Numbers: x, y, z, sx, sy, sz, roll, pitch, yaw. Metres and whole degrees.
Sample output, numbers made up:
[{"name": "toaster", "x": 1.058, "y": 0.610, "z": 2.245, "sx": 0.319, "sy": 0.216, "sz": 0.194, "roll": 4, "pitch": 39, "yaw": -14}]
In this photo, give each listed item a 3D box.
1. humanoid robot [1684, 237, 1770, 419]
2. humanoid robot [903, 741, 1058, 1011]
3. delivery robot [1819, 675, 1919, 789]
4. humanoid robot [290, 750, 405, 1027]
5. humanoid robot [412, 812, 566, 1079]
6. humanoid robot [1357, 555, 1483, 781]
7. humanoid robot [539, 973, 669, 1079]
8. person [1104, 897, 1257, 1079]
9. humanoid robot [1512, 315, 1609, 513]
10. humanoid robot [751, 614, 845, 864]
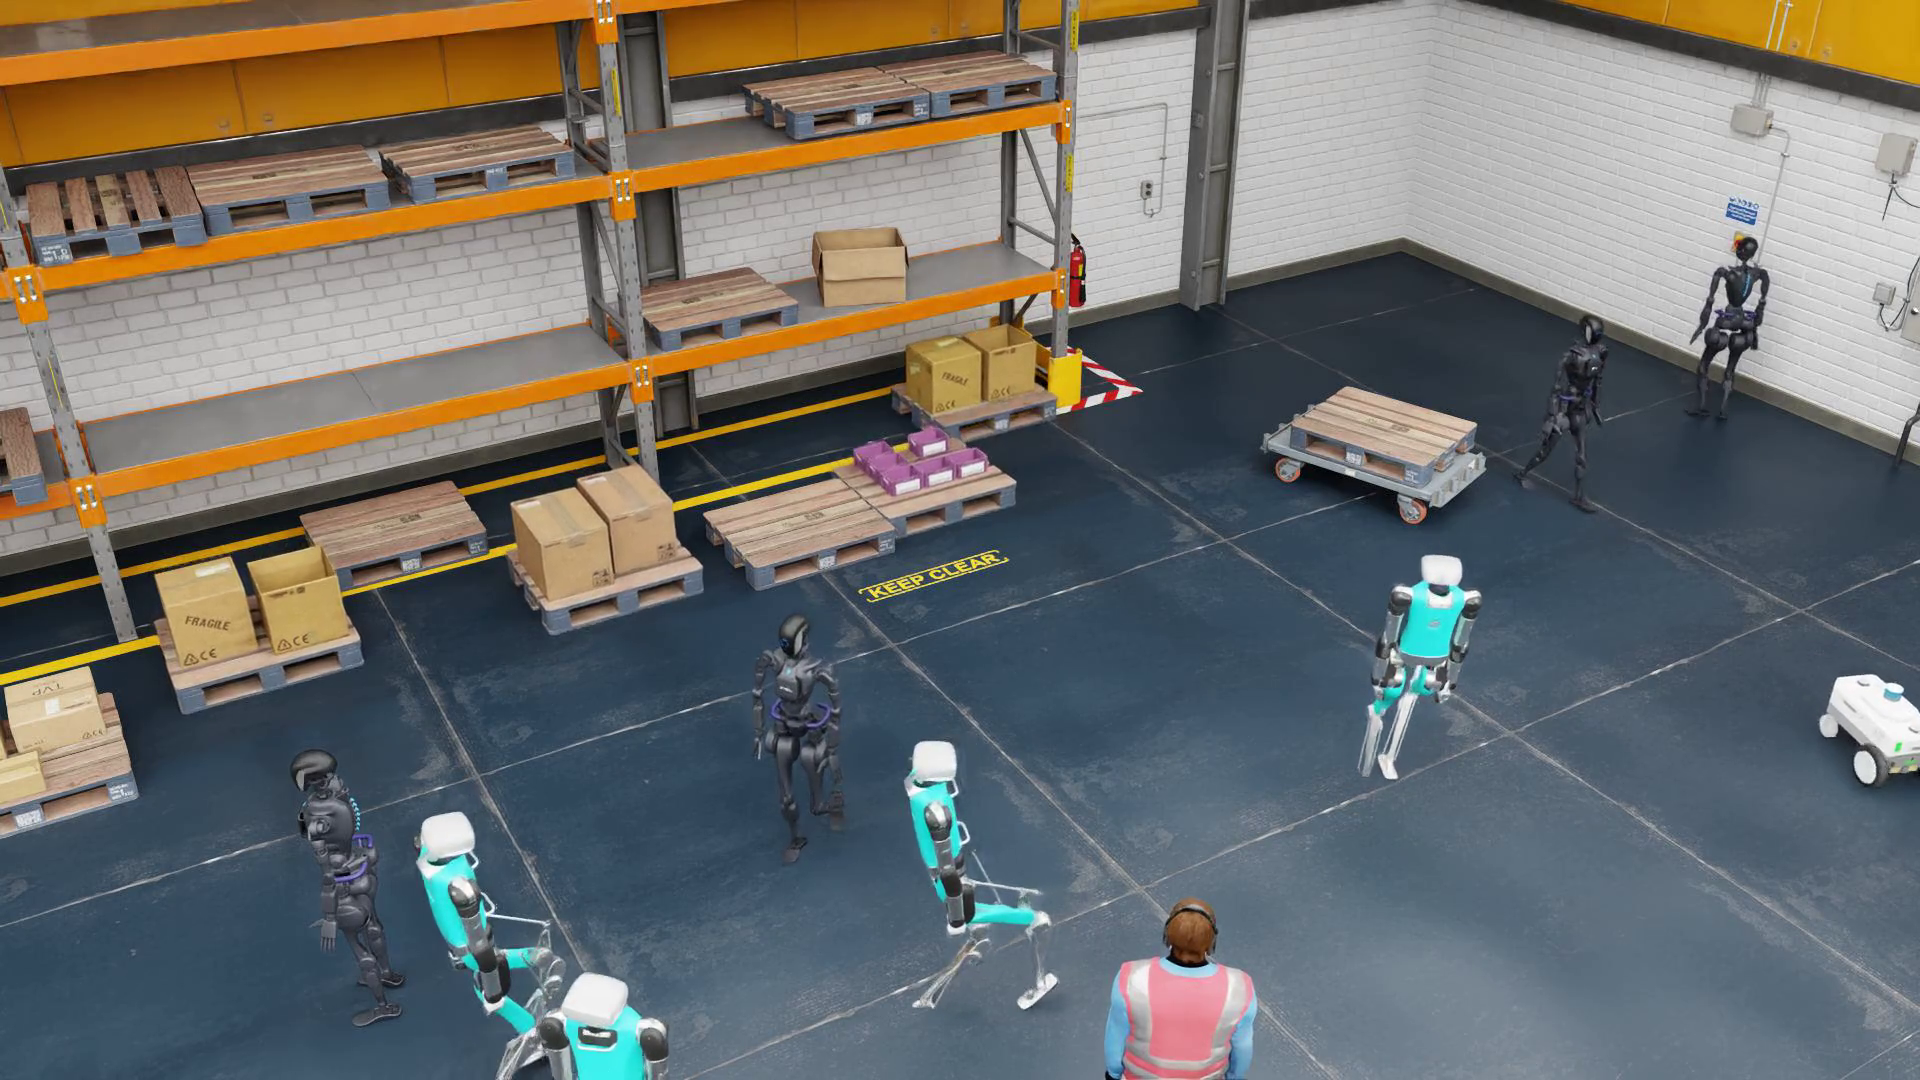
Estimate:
[{"name": "humanoid robot", "x": 6.887, "y": -1.890, "z": 14.908, "sx": 0.611, "sy": 1.647, "sz": 0.411, "roll": -2, "pitch": 30, "yaw": -4}, {"name": "humanoid robot", "x": 0.197, "y": 1.746, "z": 8.467, "sx": 1.000, "sy": 1.785, "sz": 0.542, "roll": -6, "pitch": 30, "yaw": -10}, {"name": "delivery robot", "x": 5.872, "y": 1.206, "z": 10.567, "sx": 0.499, "sy": 0.612, "sz": 0.805, "roll": -4, "pitch": 30, "yaw": -8}, {"name": "humanoid robot", "x": -3.116, "y": 1.747, "z": 8.433, "sx": 0.315, "sy": 1.659, "sz": 0.599, "roll": -4, "pitch": 30, "yaw": -7}, {"name": "humanoid robot", "x": -2.185, "y": 1.992, "z": 7.991, "sx": 0.882, "sy": 1.798, "sz": 0.561, "roll": -21, "pitch": 36, "yaw": -33}, {"name": "humanoid robot", "x": 2.744, "y": 0.794, "z": 10.148, "sx": 0.554, "sy": 1.841, "sz": 0.782, "roll": 1, "pitch": 29, "yaw": 2}, {"name": "humanoid robot", "x": -1.461, "y": 2.623, "z": 6.831, "sx": 0.541, "sy": 1.727, "sz": 1.018, "roll": 5, "pitch": 30, "yaw": 8}, {"name": "person", "x": 0.944, "y": 2.319, "z": 7.284, "sx": 0.635, "sy": 1.832, "sz": 0.430, "roll": 1, "pitch": 29, "yaw": 3}, {"name": "humanoid robot", "x": 4.938, "y": -1.061, "z": 13.474, "sx": 0.611, "sy": 1.633, "sz": 0.788, "roll": -15, "pitch": 33, "yaw": -25}, {"name": "humanoid robot", "x": -0.903, "y": 1.097, "z": 9.602, "sx": 0.591, "sy": 1.640, "sz": 0.486, "roll": 11, "pitch": 31, "yaw": 18}]
